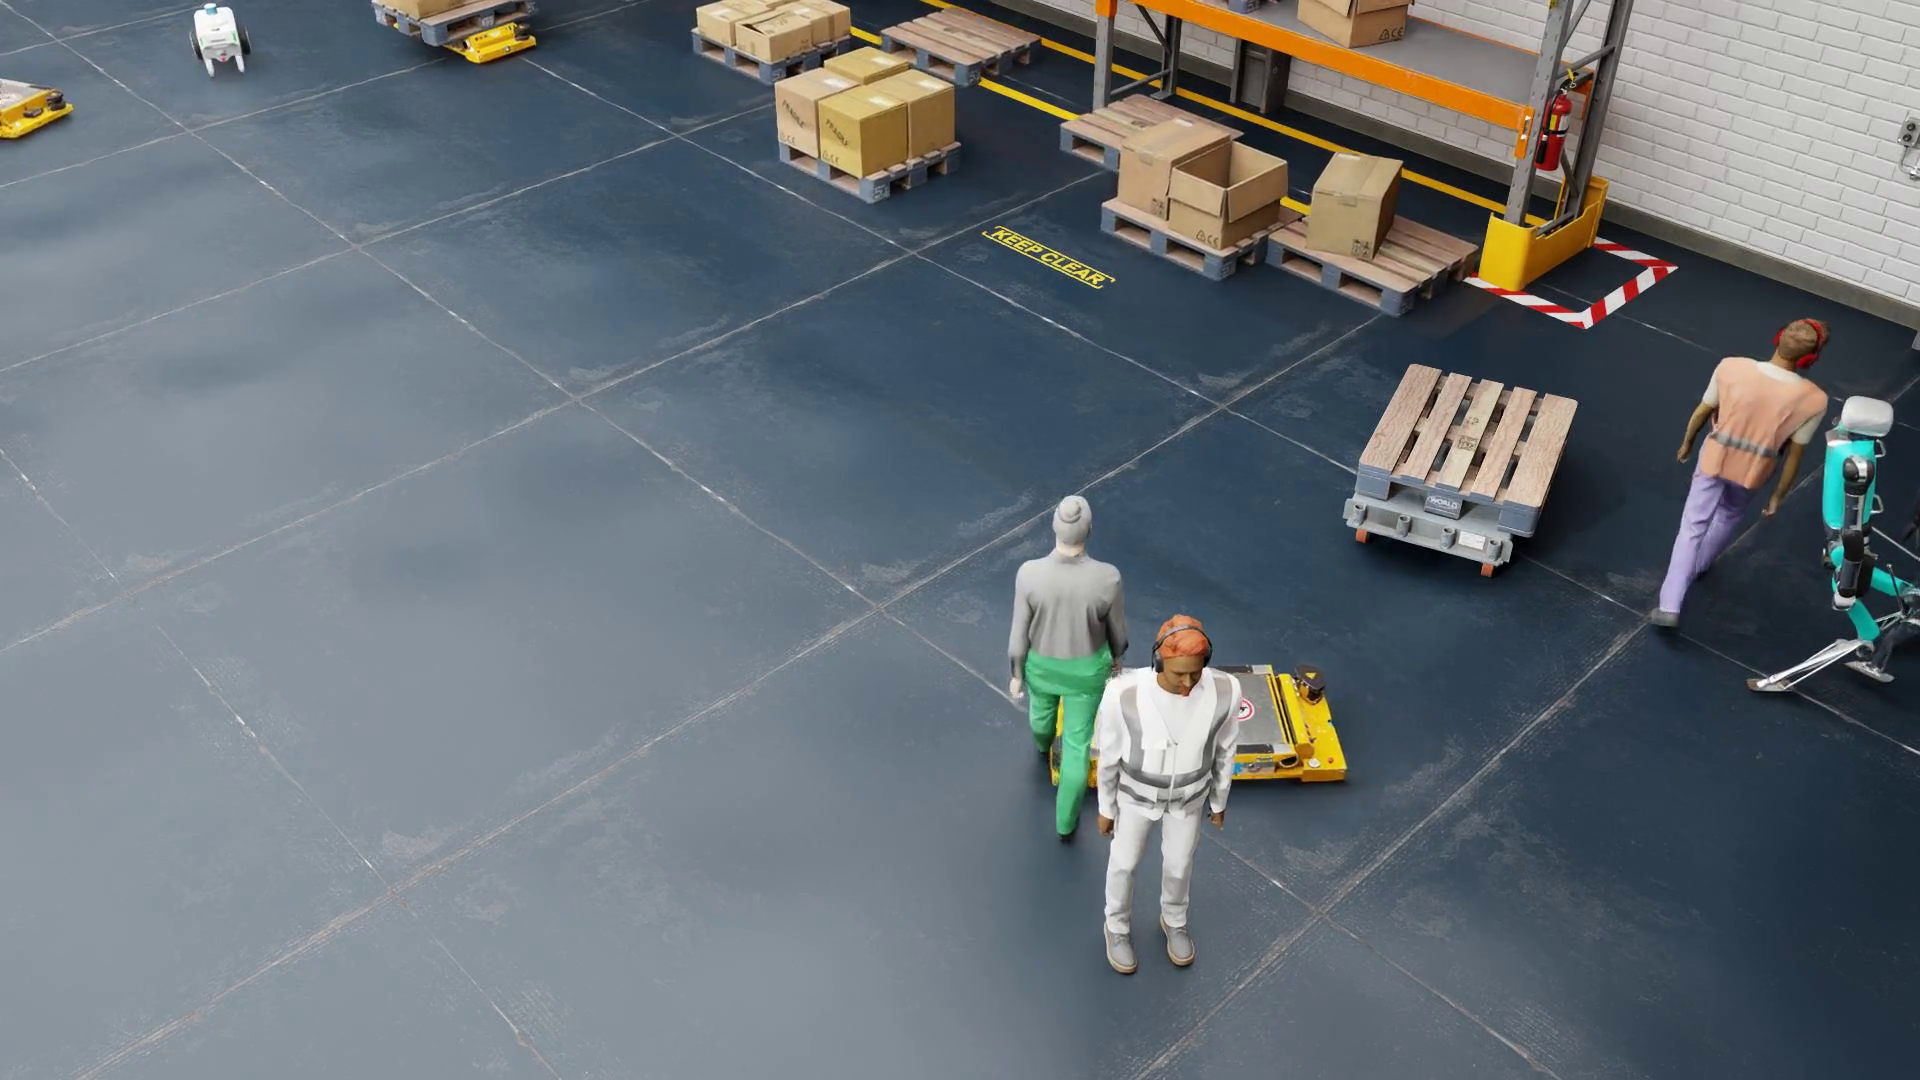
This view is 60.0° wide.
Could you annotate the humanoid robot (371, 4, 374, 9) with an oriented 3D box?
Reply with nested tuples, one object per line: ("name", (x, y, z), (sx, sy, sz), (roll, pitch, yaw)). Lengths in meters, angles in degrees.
("humanoid robot", (-5.615, -5.921, 16.251), (0.795, 1.634, 0.601), (29, 46, 33))

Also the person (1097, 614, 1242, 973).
("person", (0.833, 1.048, 6.817), (0.565, 1.878, 0.354), (-3, 37, -3))

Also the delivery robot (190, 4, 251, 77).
("delivery robot", (-6.910, -4.689, 15.497), (0.499, 0.587, 0.772), (-14, 39, -18))

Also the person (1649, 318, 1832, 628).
("person", (4.080, -0.352, 8.739), (0.610, 1.792, 0.927), (17, 40, 21))

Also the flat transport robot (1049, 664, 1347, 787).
("flat transport robot", (1.153, 0.928, 8.304), (1.431, 0.231, 0.659), (-1, 37, -2))

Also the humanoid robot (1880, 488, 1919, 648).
("humanoid robot", (5.133, -0.056, 8.443), (0.588, 1.646, 0.339), (25, 44, 29))

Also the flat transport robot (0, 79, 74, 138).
("flat transport robot", (-8.596, -3.823, 14.595), (1.431, 0.231, 0.659), (13, 39, 17))

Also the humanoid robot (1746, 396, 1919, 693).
("humanoid robot", (4.562, 0.128, 8.157), (0.959, 1.727, 0.547), (10, 38, 13))

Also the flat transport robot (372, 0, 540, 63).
("flat transport robot", (-4.814, -4.948, 16.084), (1.431, 0.231, 0.659), (28, 45, 32))

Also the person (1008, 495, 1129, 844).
("person", (0.502, 0.494, 7.613), (0.542, 1.795, 0.852), (4, 37, 5))
